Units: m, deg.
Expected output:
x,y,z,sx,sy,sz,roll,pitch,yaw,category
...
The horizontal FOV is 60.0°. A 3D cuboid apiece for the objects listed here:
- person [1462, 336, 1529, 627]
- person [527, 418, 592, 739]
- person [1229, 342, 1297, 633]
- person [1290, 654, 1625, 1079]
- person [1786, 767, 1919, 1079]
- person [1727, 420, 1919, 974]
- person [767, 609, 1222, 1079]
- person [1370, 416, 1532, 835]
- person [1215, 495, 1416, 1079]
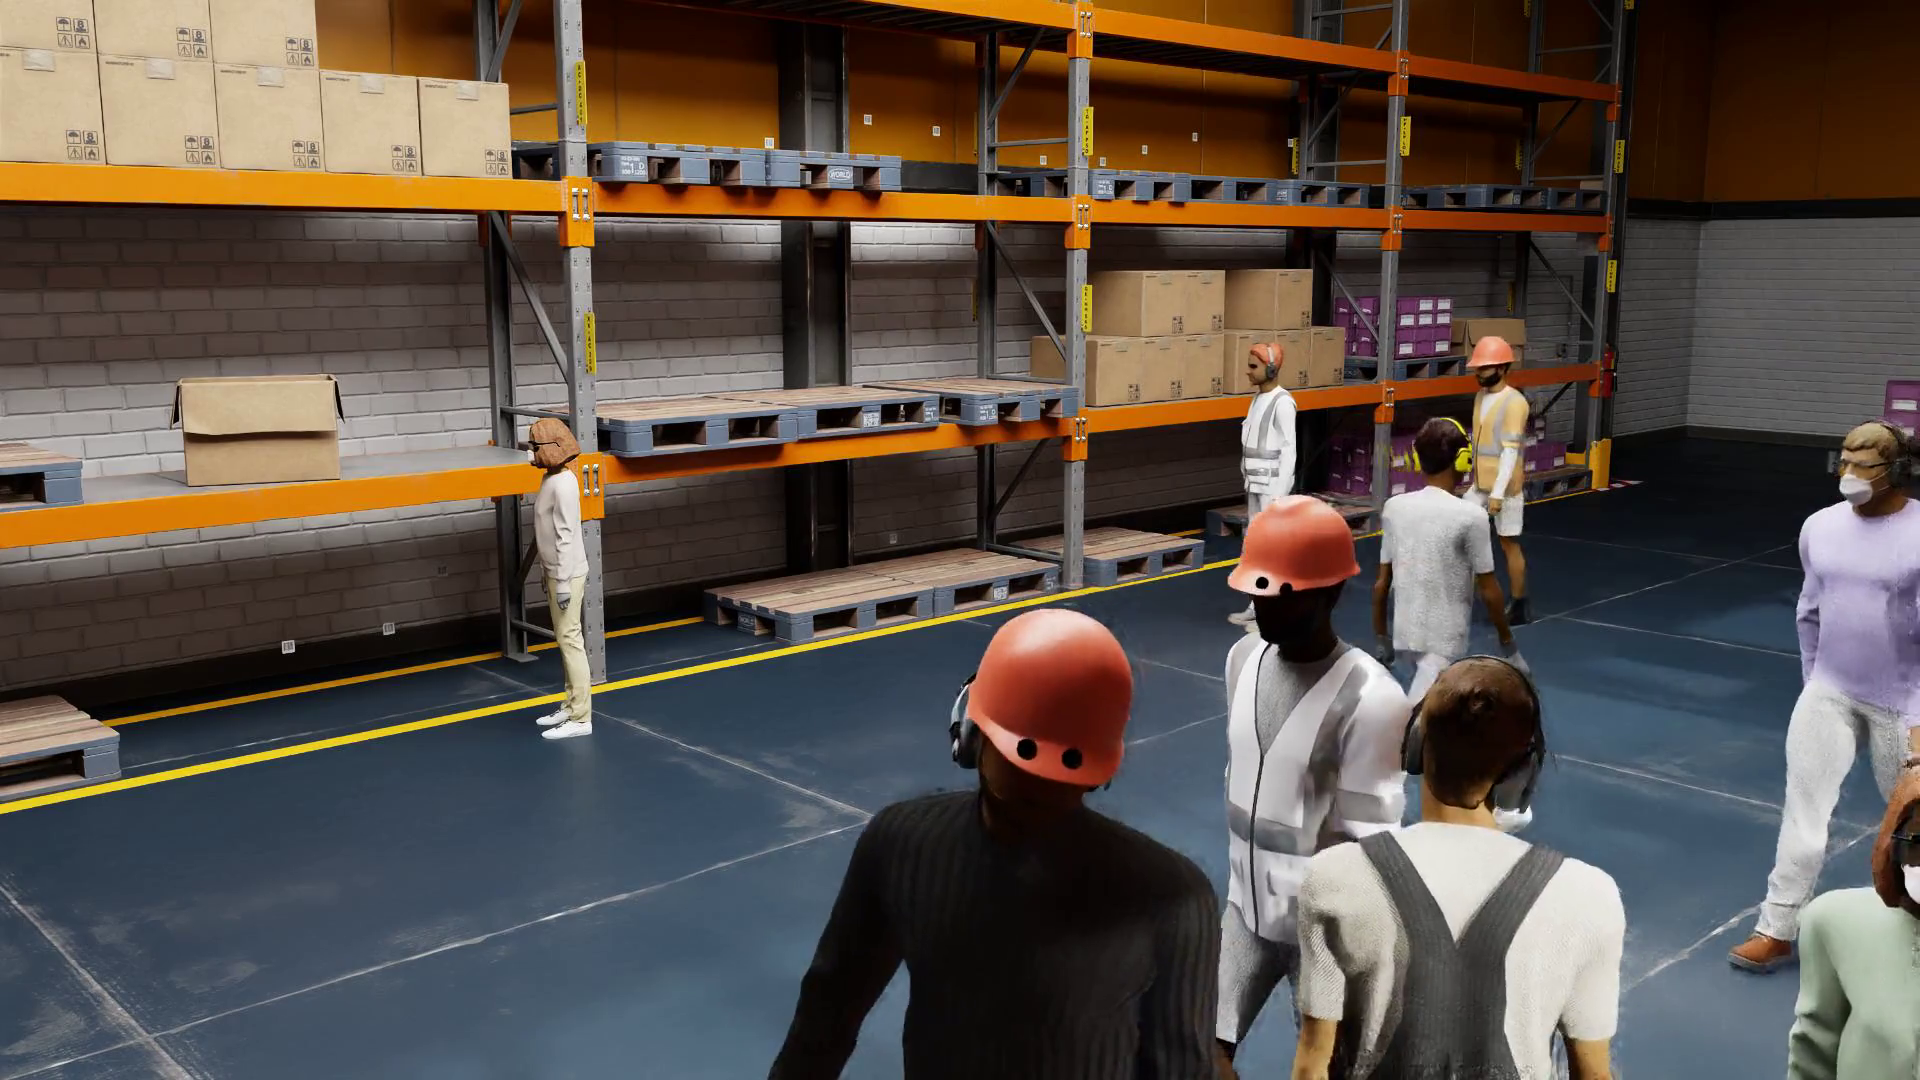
x,y,z,sx,sy,sz,roll,pitch,yaw,category
3.385,-0.359,10.818,0.839,1.902,0.563,-2,10,-14,person
-2.029,0.190,8.442,0.277,1.629,0.497,-4,10,-20,person
1.981,-0.333,10.746,0.337,1.883,0.584,-2,10,-10,person
0.780,1.089,2.676,0.524,1.806,0.911,2,10,14,person
1.594,1.165,2.777,0.502,1.613,0.620,9,13,42,person
3.141,0.526,5.708,1.013,1.894,0.637,-6,11,-30,person
0.014,1.037,2.573,0.719,1.925,1.024,7,12,34,person
1.896,0.425,6.546,1.034,1.804,0.526,-4,11,-23,person
0.733,0.849,3.718,0.591,1.916,0.564,-6,12,-33,person
